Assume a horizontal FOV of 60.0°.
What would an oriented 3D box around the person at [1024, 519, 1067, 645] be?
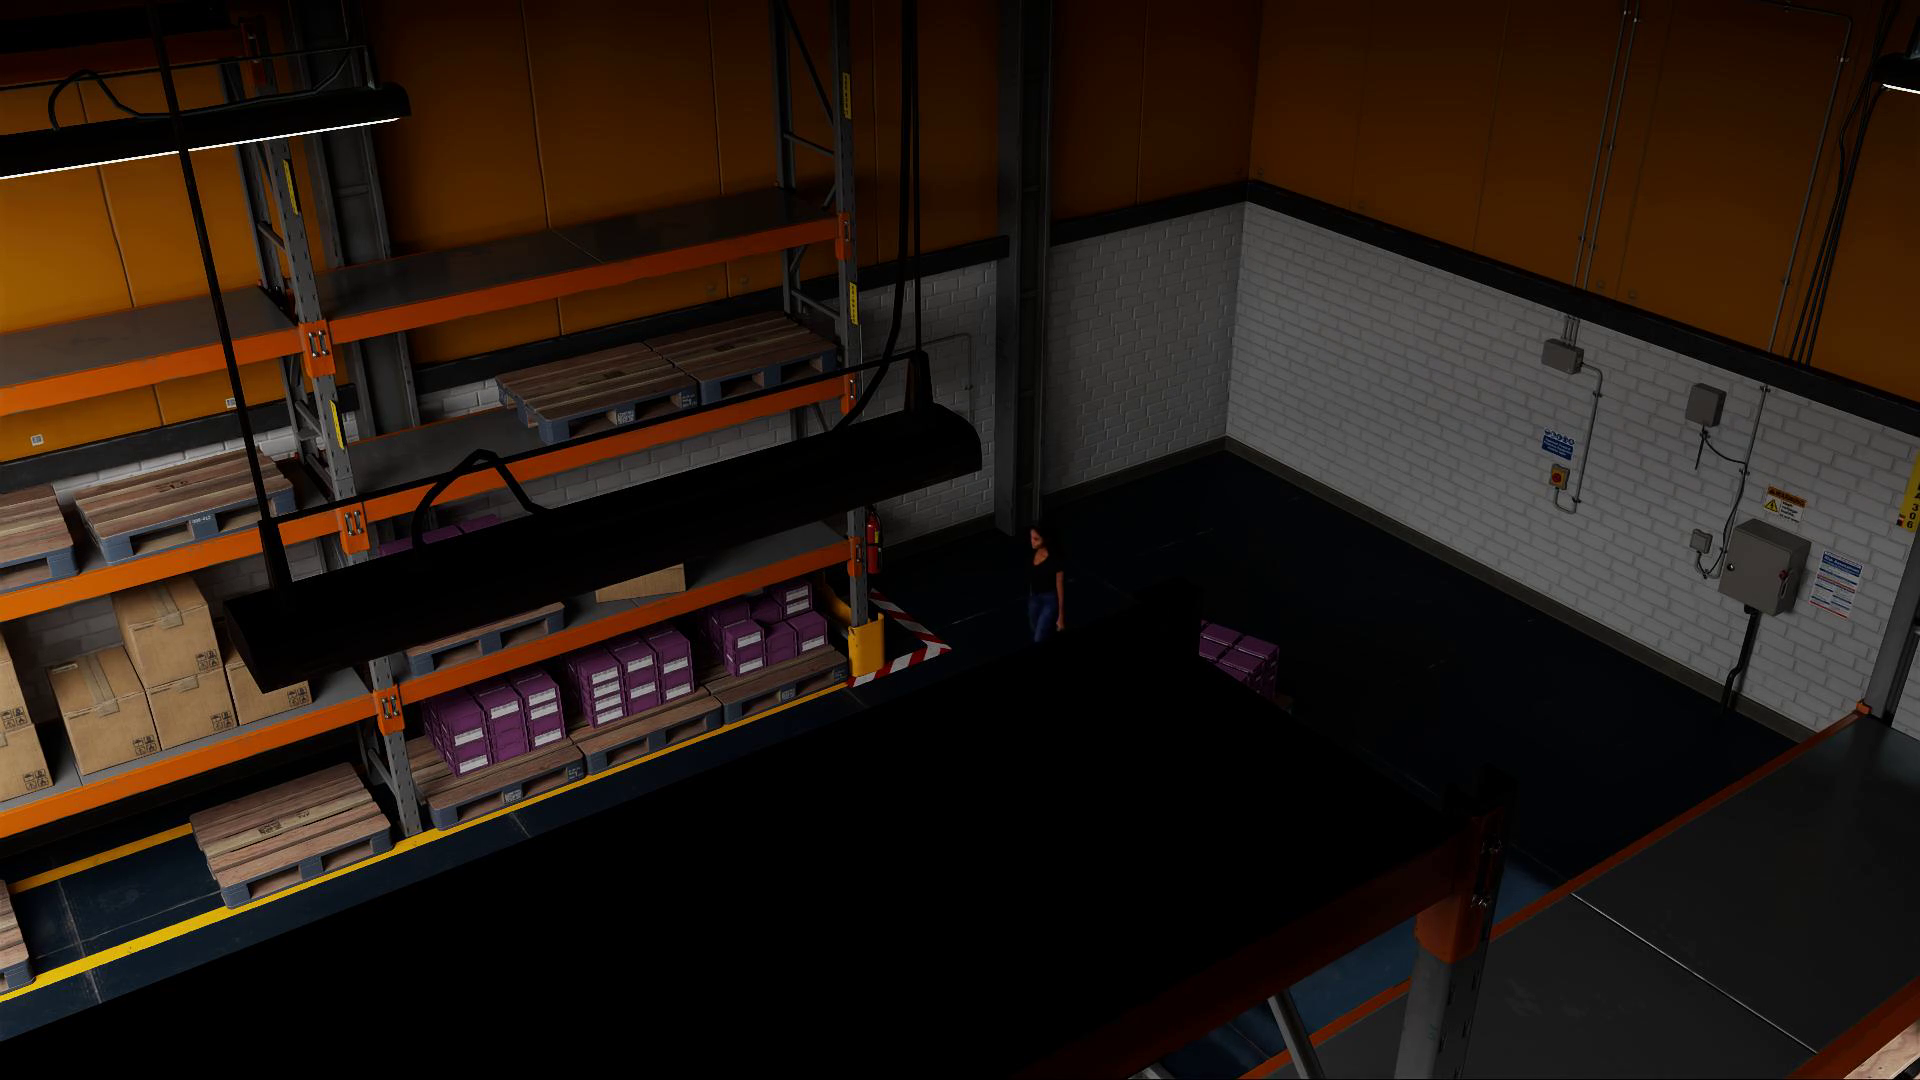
[{"bbox_3d":[0.789,0.553,13.832,0.954,1.711,0.613,-19,34,-31],"label":"person"}]
